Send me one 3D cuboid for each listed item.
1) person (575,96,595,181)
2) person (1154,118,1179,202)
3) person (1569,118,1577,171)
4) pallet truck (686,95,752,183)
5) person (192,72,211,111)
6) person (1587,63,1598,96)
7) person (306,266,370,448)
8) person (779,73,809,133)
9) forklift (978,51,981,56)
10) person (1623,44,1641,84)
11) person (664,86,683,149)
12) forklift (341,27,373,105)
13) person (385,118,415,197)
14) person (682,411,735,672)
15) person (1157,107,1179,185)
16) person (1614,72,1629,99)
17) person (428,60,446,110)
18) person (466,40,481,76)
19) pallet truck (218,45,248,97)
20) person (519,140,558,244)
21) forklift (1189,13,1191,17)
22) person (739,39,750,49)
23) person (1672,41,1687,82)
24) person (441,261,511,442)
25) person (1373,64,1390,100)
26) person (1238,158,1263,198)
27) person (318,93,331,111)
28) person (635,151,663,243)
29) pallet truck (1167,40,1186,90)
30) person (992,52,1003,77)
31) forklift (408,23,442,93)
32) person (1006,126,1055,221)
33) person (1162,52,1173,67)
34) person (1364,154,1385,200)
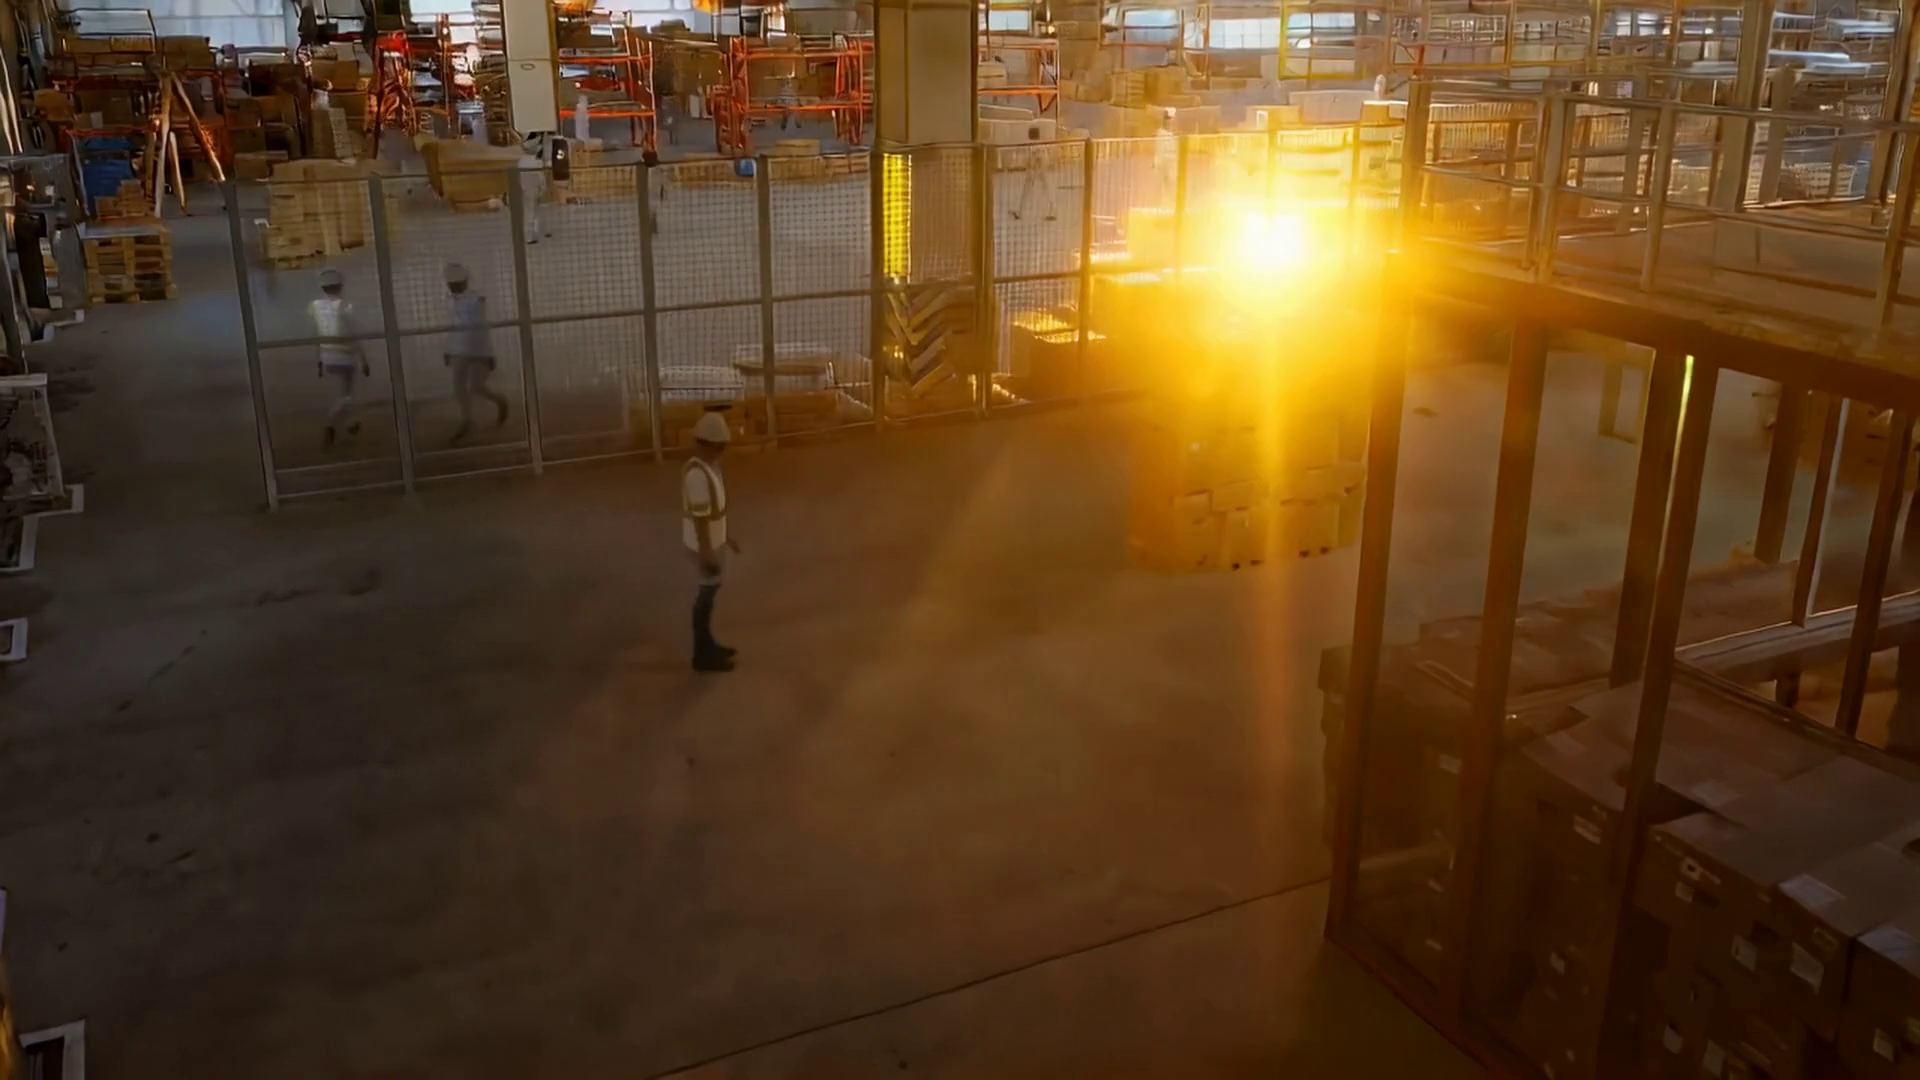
[{"bbox_3d":[-9.036,-9.664,40.021,0.396,1.993,0.617,2,19,6],"label":"person"},{"bbox_3d":[4.593,-8.256,36.234,0.654,1.794,0.927,-17,25,-41],"label":"person"},{"bbox_3d":[13.999,-9.153,38.488,0.444,2.031,0.709,0,19,1],"label":"person"},{"bbox_3d":[-5.836,-9.608,39.856,0.823,1.965,1.885,10,22,27],"label":"pallet truck"},{"bbox_3d":[-26.174,-15.631,57.466,0.902,1.897,0.551,-3,19,-7],"label":"person"},{"bbox_3d":[22.448,-16.082,59.075,0.318,1.698,0.534,-2,19,-7],"label":"person"},{"bbox_3d":[-6.668,-1.945,17.765,0.622,1.924,0.833,6,20,16],"label":"person"},{"bbox_3d":[-5.201,-13.483,51.386,0.972,1.792,0.510,6,20,16],"label":"person"},{"bbox_3d":[0.043,-24.921,82.913,1.873,2.768,1.129,-9,21,-25],"label":"forklift"},{"bbox_3d":[28.268,-19.952,70.001,0.644,1.900,0.999,3,19,9],"label":"person"},{"bbox_3d":[-8.131,-11.975,47.123,0.502,1.721,0.440,-13,23,-32],"label":"person"},{"bbox_3d":[-22.275,-17.346,60.954,1.873,2.768,1.129,-9,21,-25],"label":"forklift"},{"bbox_3d":[-12.650,-8.587,37.314,0.523,1.722,0.915,3,19,8],"label":"person"},{"bbox_3d":[-1.815,0.003,12.097,0.382,1.937,0.551,0,19,1],"label":"person"},{"bbox_3d":[4.961,-9.337,39.375,0.593,1.798,0.997,-7,20,-18],"label":"person"},{"bbox_3d":[21.402,-14.319,53.975,0.552,1.675,0.553,-12,23,-32],"label":"person"},{"bbox_3d":[-18.253,-15.656,57.568,1.031,1.894,0.636,1,19,3],"label":"person"},{"bbox_3d":[-20.978,-20.605,71.823,0.632,1.940,0.372,7,20,20],"label":"person"},{"bbox_3d":[-28.879,-18.665,66.111,0.823,1.965,1.885,-3,19,-9],"label":"pallet truck"},{"bbox_3d":[-7.879,-6.524,31.101,0.614,1.872,1.009,10,22,28],"label":"person"},{"bbox_3d":[10.527,-23.763,79.555,1.129,2.768,1.873,-9,21,-25],"label":"forklift"},{"bbox_3d":[-9.503,-21.127,73.367,0.589,1.919,0.393,13,23,33],"label":"person"},{"bbox_3d":[31.328,-20.867,72.659,0.653,1.893,0.475,0,19,1],"label":"person"},{"bbox_3d":[-5.310,-2.081,18.109,0.627,1.959,0.736,9,21,24],"label":"person"},{"bbox_3d":[13.589,-14.465,54.015,0.574,1.944,0.781,10,21,26],"label":"person"},{"bbox_3d":[5.013,-5.679,28.739,0.464,1.820,0.652,11,22,28],"label":"person"},{"bbox_3d":[-17.858,-11.929,46.756,0.356,1.885,0.574,-8,20,-21],"label":"person"},{"bbox_3d":[-5.775,-6.390,31.006,0.543,1.674,0.693,-16,24,-38],"label":"person"},{"bbox_3d":[9.045,-19.971,69.895,0.823,1.965,1.885,-3,19,-8],"label":"pallet truck"},{"bbox_3d":[1.429,-17.365,62.500,0.551,1.911,0.943,-12,22,-30],"label":"person"},{"bbox_3d":[-21.659,-19.254,66.483,1.129,2.768,1.873,2,19,4],"label":"forklift"},{"bbox_3d":[1.484,-7.400,33.631,1.036,1.881,0.653,11,22,28],"label":"person"},{"bbox_3d":[8.318,-18.838,67.089,0.534,1.684,0.600,-10,21,-26],"label":"person"},{"bbox_3d":[7.163,-5.634,28.464,0.701,1.912,0.594,10,21,27],"label":"person"}]
